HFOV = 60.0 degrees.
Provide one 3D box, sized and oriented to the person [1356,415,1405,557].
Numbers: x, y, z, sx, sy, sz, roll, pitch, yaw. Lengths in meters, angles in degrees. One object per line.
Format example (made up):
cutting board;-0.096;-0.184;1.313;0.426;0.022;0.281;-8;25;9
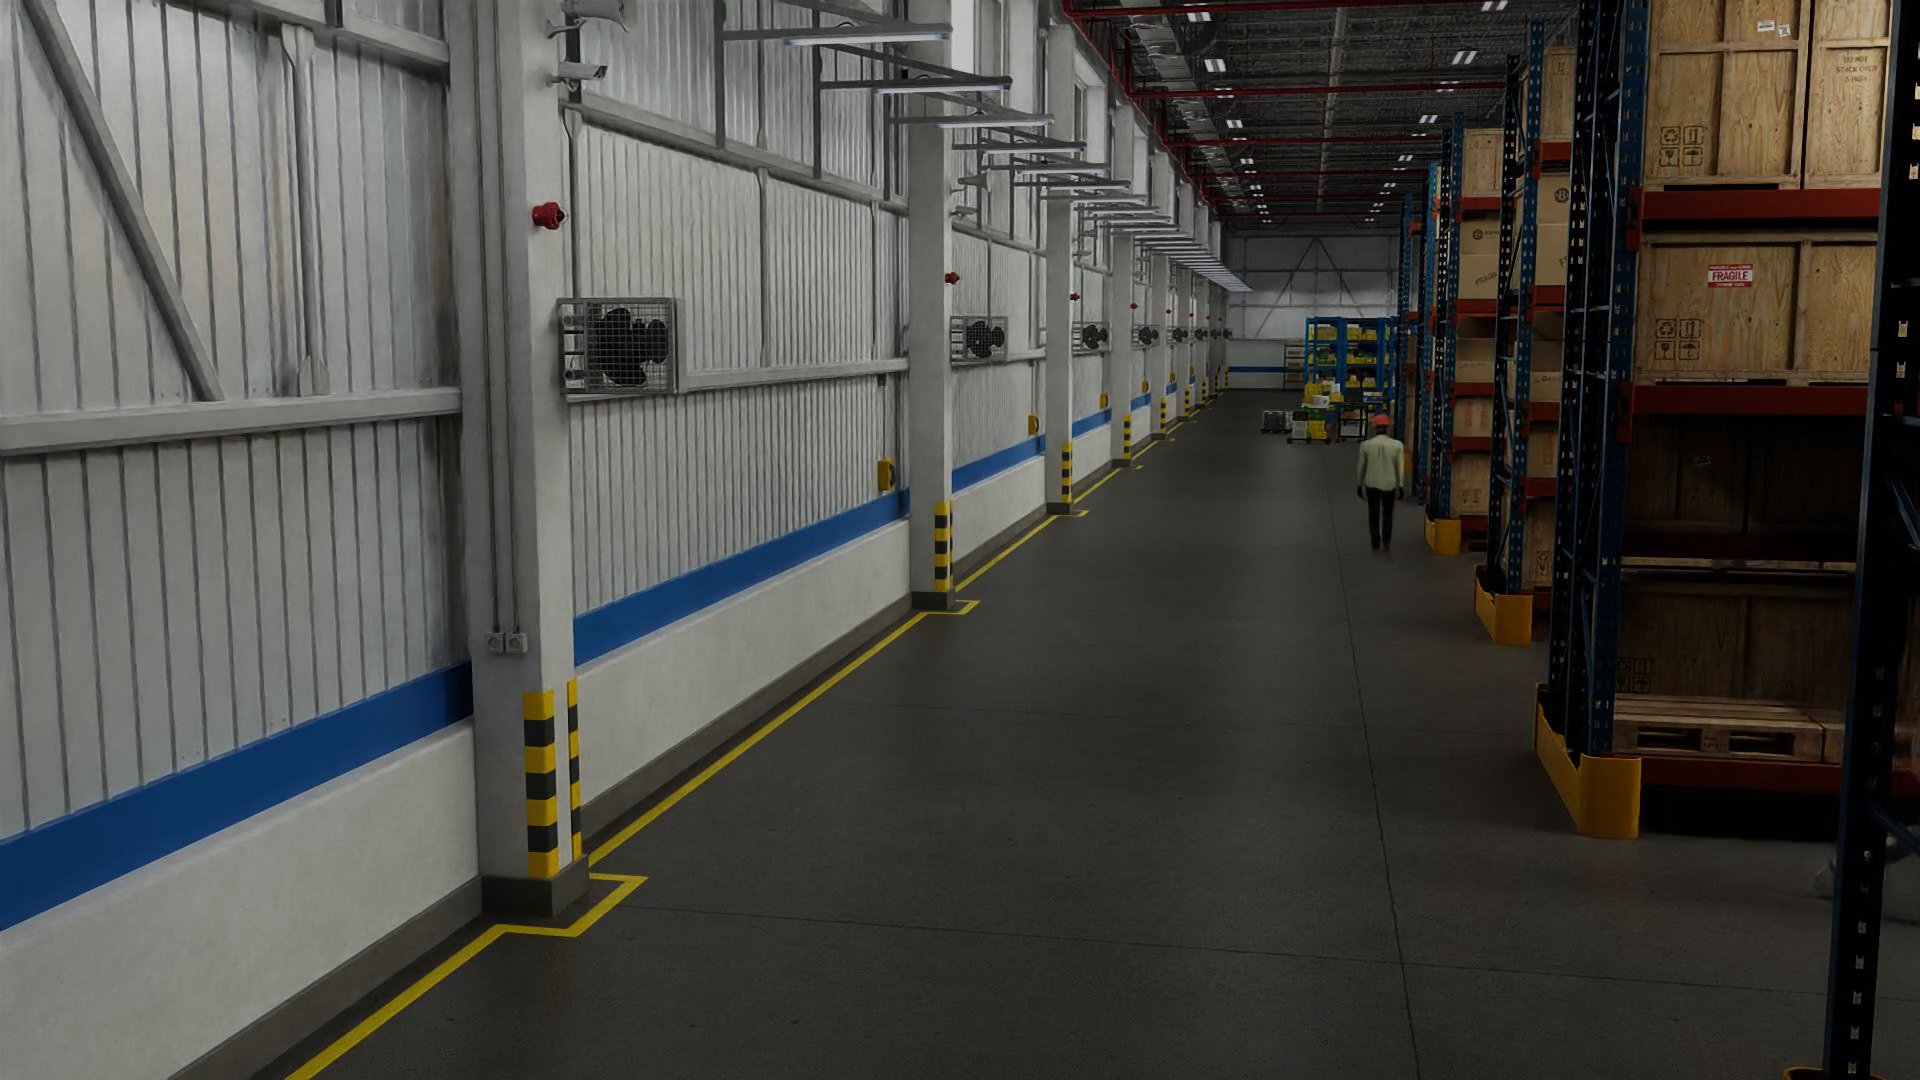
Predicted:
person;5.870;-0.772;23.250;0.652;1.947;0.980;2;7;13

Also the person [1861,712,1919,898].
person;5.043;1.210;8.684;0.633;1.617;0.536;5;9;34

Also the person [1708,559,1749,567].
person;6.784;0.425;14.636;0.881;1.713;0.576;5;9;35
